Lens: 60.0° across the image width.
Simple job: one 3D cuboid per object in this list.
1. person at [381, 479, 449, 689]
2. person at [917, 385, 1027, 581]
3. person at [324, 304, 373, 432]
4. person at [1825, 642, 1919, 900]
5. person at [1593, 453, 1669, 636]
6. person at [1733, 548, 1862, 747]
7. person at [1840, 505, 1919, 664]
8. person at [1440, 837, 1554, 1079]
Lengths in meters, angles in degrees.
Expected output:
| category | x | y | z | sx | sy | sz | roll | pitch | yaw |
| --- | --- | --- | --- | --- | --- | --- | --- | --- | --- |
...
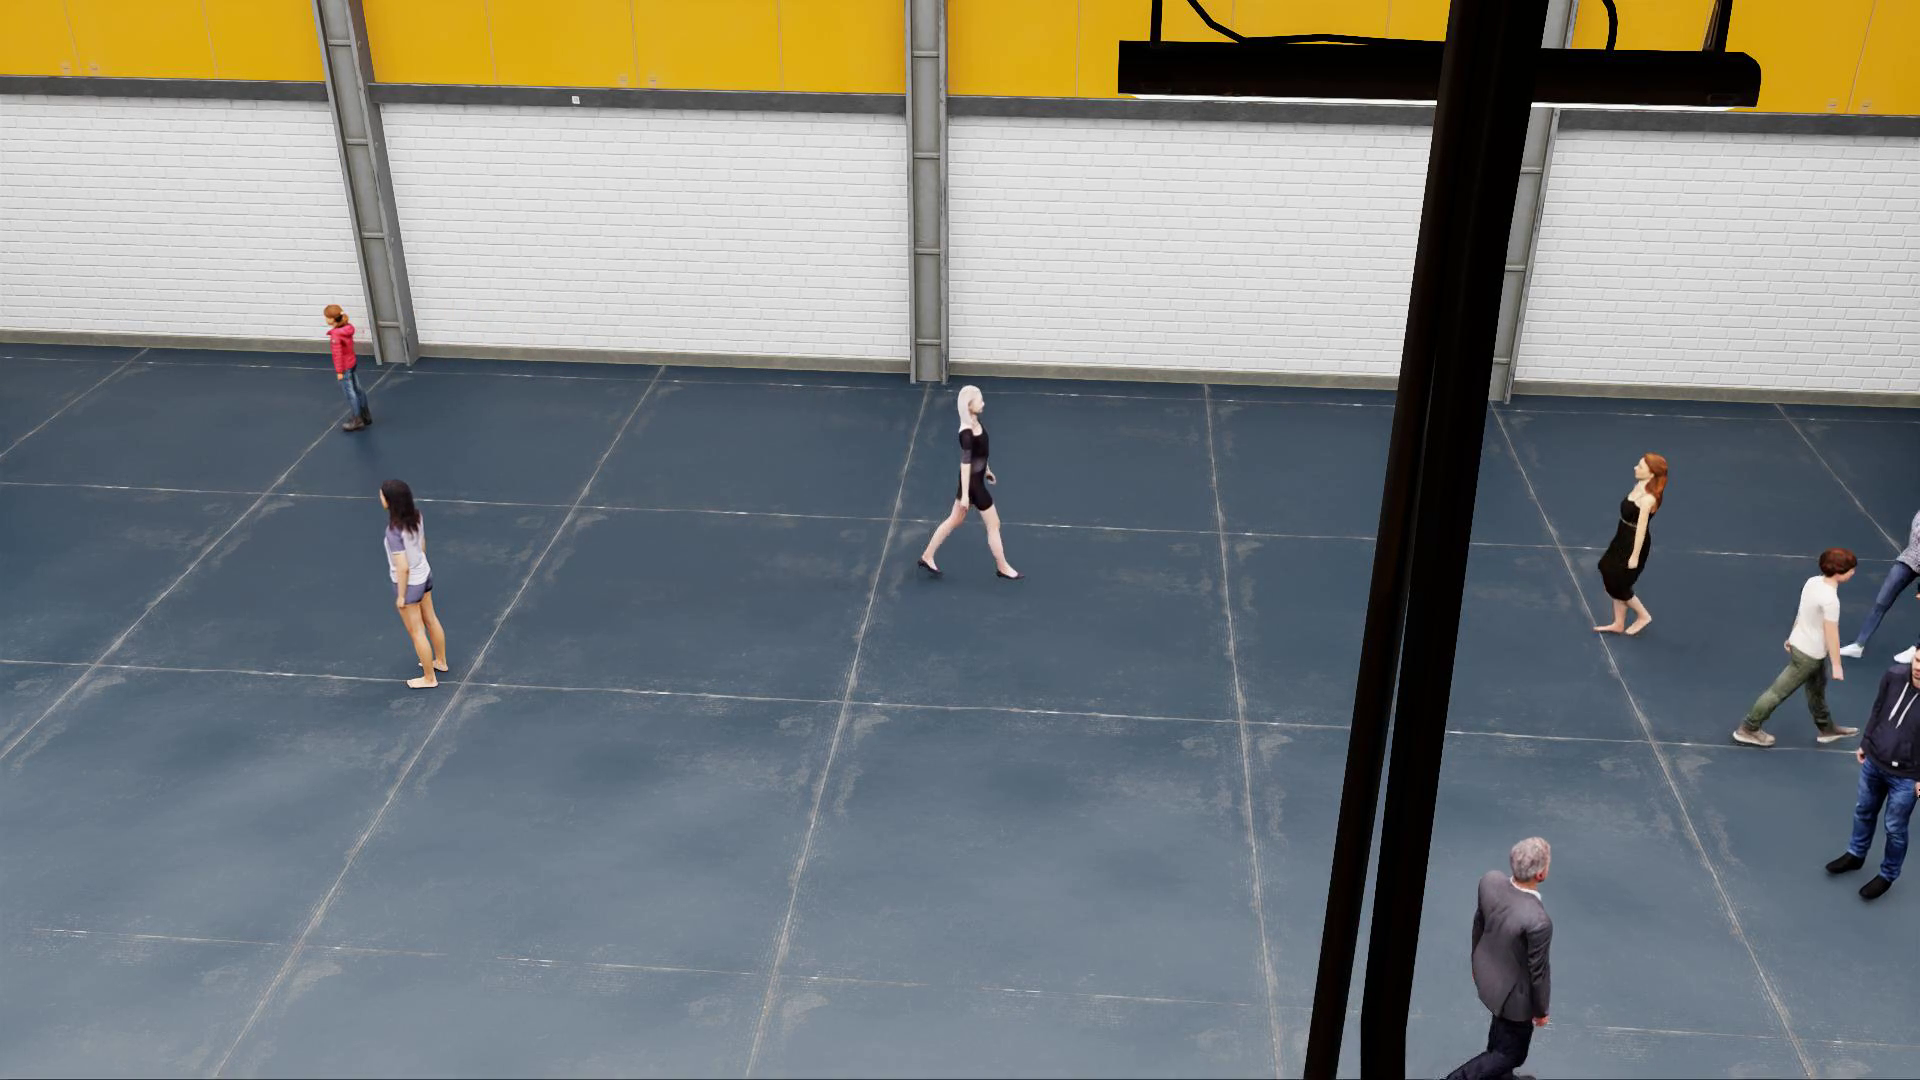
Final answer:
| category | x | y | z | sx | sy | sz | roll | pitch | yaw |
| --- | --- | --- | --- | --- | --- | --- | --- | --- | --- |
| person | -4.143 | 0.319 | 12.582 | 0.505 | 1.734 | 0.594 | 4 | 29 | 7 |
| person | 0.006 | -0.440 | 13.921 | 1.177 | 1.784 | 0.682 | -1 | 29 | -2 |
| person | -6.179 | -1.755 | 16.824 | 0.484 | 1.313 | 0.510 | 1 | 29 | 2 |
| person | 5.906 | 1.398 | 10.445 | 0.745 | 1.886 | 0.759 | -12 | 31 | -20 |
| person | 5.403 | 0.071 | 13.162 | 0.728 | 1.613 | 0.618 | 6 | 29 | 10 |
| person | 5.936 | 0.801 | 11.824 | 1.107 | 1.613 | 0.677 | 6 | 29 | 10 |
| person | 7.488 | 0.220 | 12.792 | 1.072 | 1.705 | 0.864 | -8 | 30 | -15 |
| person | 2.841 | 2.356 | 8.761 | 1.162 | 1.816 | 0.936 | -8 | 30 | -14 |
